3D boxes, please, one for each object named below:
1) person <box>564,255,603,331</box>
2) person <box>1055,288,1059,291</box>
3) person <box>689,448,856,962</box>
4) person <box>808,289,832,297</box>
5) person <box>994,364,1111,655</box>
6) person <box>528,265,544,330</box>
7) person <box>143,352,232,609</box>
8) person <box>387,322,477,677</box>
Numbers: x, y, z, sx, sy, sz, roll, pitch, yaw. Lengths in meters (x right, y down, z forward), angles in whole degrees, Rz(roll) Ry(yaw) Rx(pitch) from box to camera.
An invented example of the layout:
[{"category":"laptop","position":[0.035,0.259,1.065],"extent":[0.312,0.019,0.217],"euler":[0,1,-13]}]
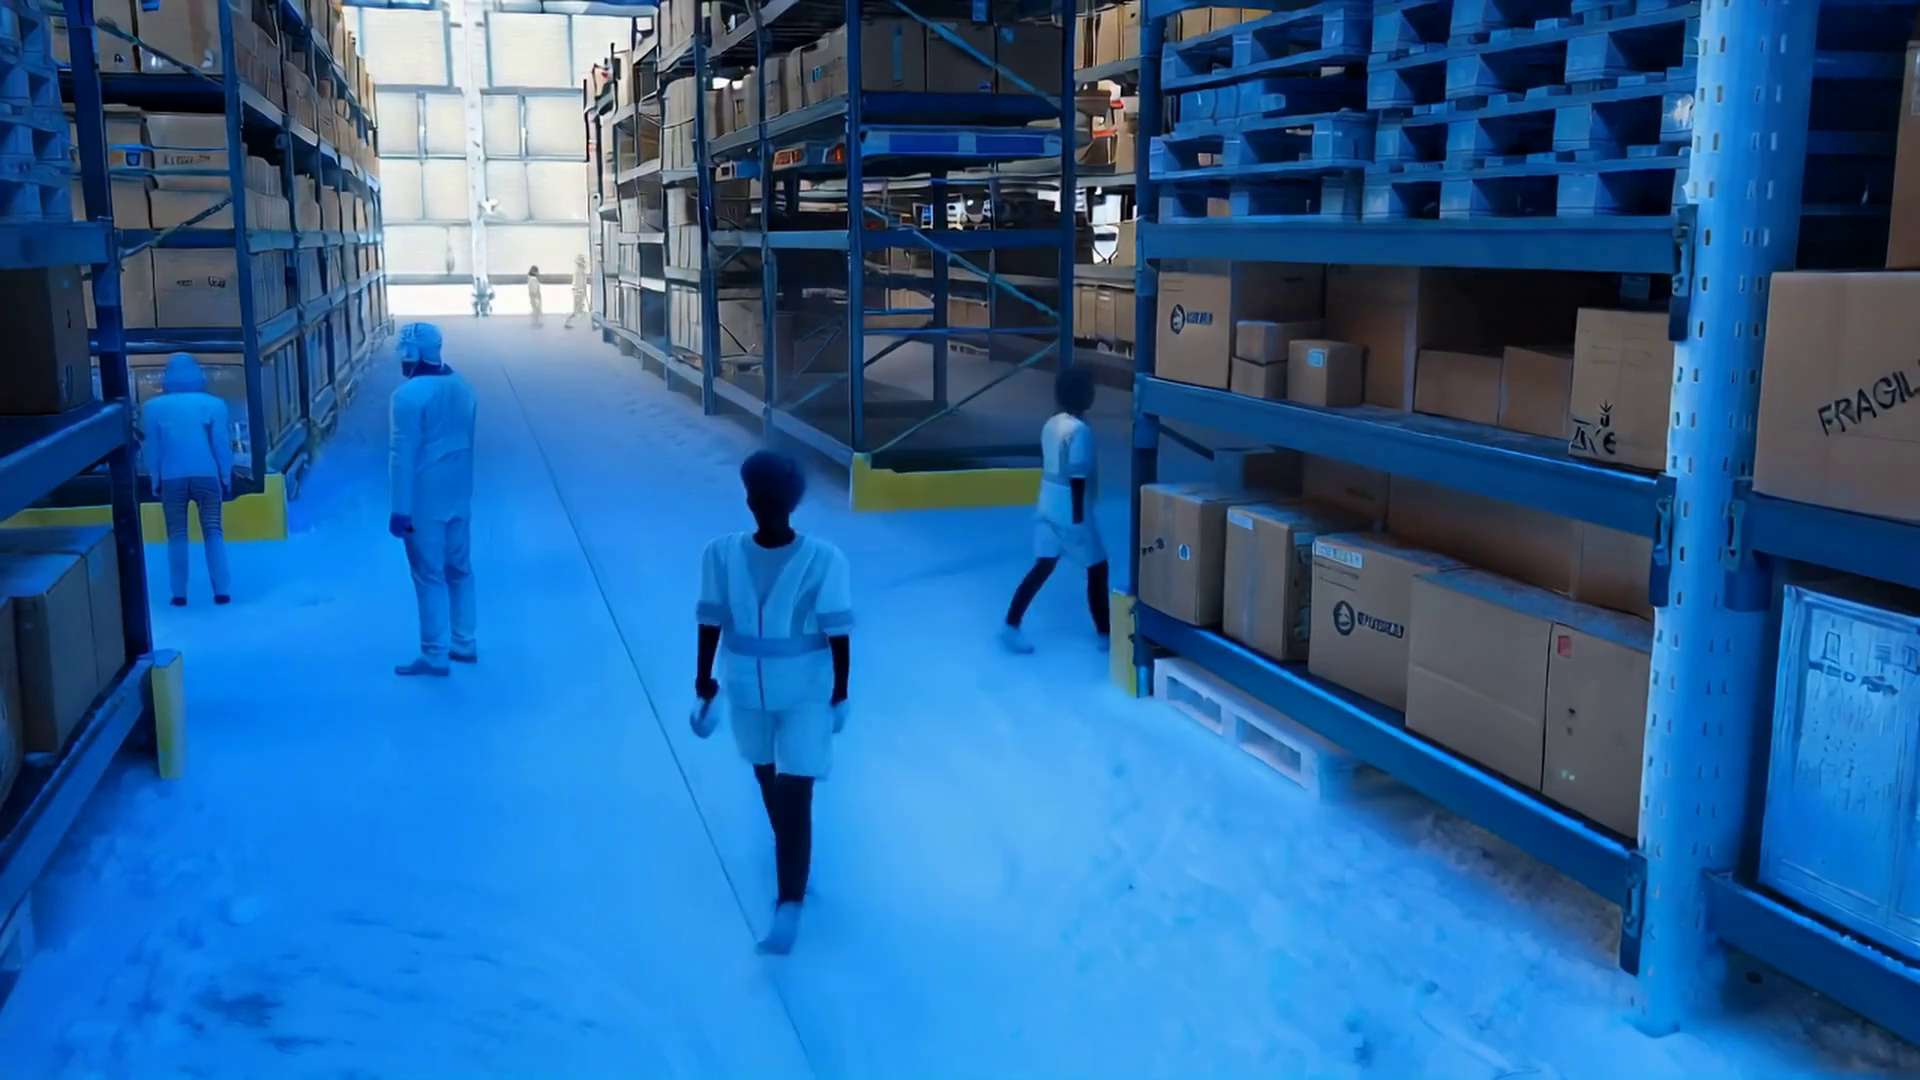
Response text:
[{"category":"person","position":[-9.477,-6.164,41.595],"extent":[1.032,1.887,0.617],"euler":[-3,11,-18]},{"category":"person","position":[2.152,-5.026,35.805],"extent":[0.531,1.723,0.897],"euler":[-3,11,-15]},{"category":"person","position":[-0.632,0.522,5.532],"extent":[0.535,1.649,0.875],"euler":[3,11,14]},{"category":"person","position":[-3.592,-6.369,42.583],"extent":[0.619,1.952,0.940],"euler":[0,10,-2]},{"category":"person","position":[0.581,-0.159,9.304],"extent":[0.852,1.655,0.536],"euler":[-5,11,-23]},{"category":"person","position":[-10.770,-6.137,42.151],"extent":[0.375,1.624,0.536],"euler":[1,10,3]},{"category":"person","position":[-4.889,-0.375,10.576],"extent":[0.493,1.624,0.280],"euler":[-6,12,-31]},{"category":"person","position":[-2.863,-0.221,8.982],"extent":[0.399,1.901,0.642],"euler":[3,11,15]}]
